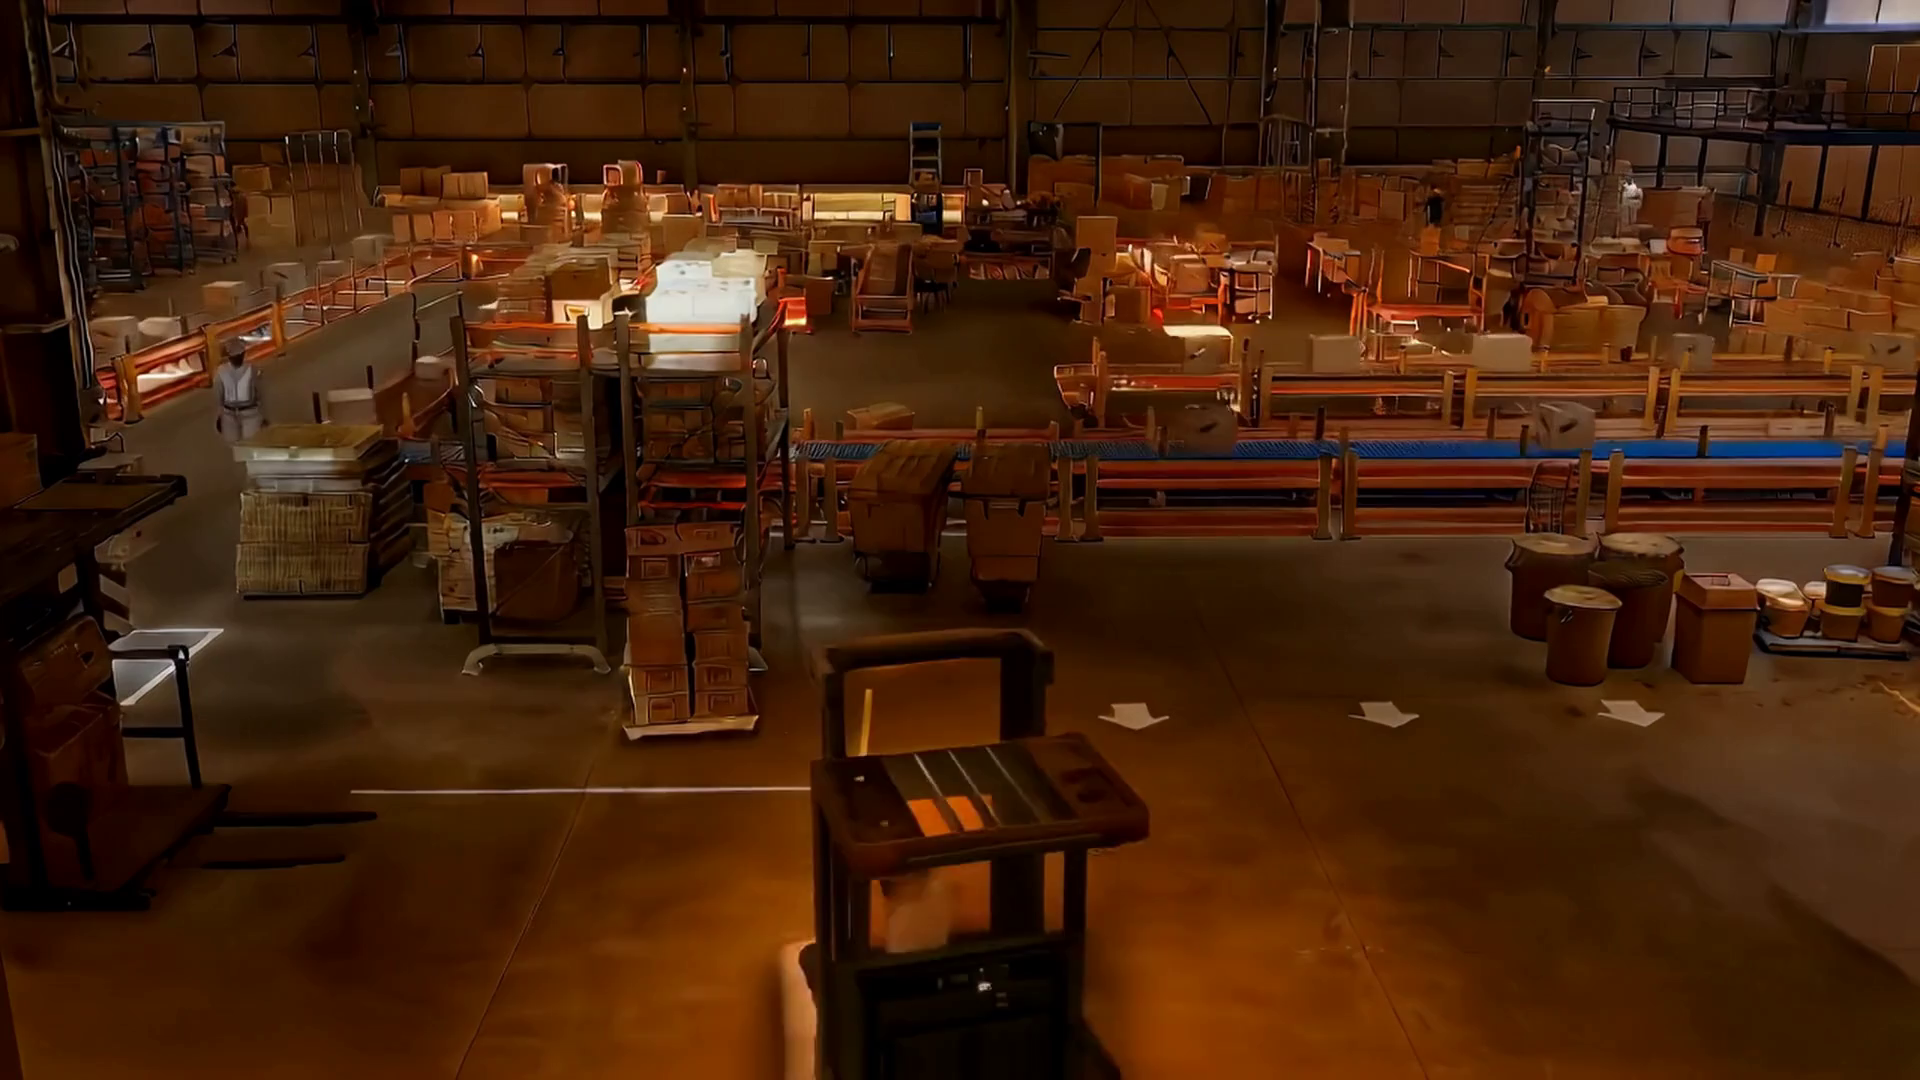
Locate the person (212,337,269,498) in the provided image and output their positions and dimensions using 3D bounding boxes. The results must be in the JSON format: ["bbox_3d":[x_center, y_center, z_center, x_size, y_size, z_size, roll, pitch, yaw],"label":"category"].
[{"bbox_3d":[-8.585,-1.487,19.920,0.615,1.933,0.545,-2,16,-8],"label":"person"}]

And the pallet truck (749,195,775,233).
[{"bbox_3d":[-6.051,-9.967,50.660,0.680,1.201,1.601,0,16,-1],"label":"pallet truck"}]

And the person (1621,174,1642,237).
[{"bbox_3d":[19.950,-9.922,49.393,0.601,1.847,0.846,2,16,6],"label":"person"}]

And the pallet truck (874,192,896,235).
[{"bbox_3d":[-2.277,-9.986,50.594,0.653,1.274,1.630,0,16,-1],"label":"pallet truck"}]

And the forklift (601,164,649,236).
[{"bbox_3d":[-9.948,-10.127,49.296,1.157,1.987,2.680,-1,16,-3],"label":"forklift"}]

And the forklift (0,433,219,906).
[{"bbox_3d":[-5.952,0.780,10.366,1.873,2.768,1.129,0,16,-1],"label":"forklift"}]

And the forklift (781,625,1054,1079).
[{"bbox_3d":[-0.119,1.755,6.977,1.129,2.768,1.873,-4,17,-15],"label":"forklift"}]

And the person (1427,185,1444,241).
[{"bbox_3d":[12.782,-8.580,44.709,0.333,1.866,0.515,-14,21,-40],"label":"person"}]

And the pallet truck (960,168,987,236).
[{"bbox_3d":[0.383,-10.230,50.206,0.823,1.965,1.885,-1,16,-3],"label":"pallet truck"}]

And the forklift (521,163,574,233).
[{"bbox_3d":[-12.233,-10.122,49.298,1.157,1.987,2.680,0,16,-1],"label":"forklift"}]

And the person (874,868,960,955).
[{"bbox_3d":[-0.214,2.144,7.476,1.007,1.840,0.686,5,17,18],"label":"person"}]

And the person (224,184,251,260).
[{"bbox_3d":[-18.979,-8.354,43.720,0.525,1.973,0.651,9,18,28],"label":"person"}]

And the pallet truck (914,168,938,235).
[{"bbox_3d":[-0.989,-10.316,50.507,0.823,1.965,1.885,1,16,3],"label":"pallet truck"}]

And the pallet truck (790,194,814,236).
[{"bbox_3d":[-4.814,-9.883,50.259,0.704,1.261,1.522,-1,16,-3],"label":"pallet truck"}]

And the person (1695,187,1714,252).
[{"bbox_3d":[20.482,-8.825,45.755,0.348,1.756,0.518,-9,19,-30],"label":"person"}]
